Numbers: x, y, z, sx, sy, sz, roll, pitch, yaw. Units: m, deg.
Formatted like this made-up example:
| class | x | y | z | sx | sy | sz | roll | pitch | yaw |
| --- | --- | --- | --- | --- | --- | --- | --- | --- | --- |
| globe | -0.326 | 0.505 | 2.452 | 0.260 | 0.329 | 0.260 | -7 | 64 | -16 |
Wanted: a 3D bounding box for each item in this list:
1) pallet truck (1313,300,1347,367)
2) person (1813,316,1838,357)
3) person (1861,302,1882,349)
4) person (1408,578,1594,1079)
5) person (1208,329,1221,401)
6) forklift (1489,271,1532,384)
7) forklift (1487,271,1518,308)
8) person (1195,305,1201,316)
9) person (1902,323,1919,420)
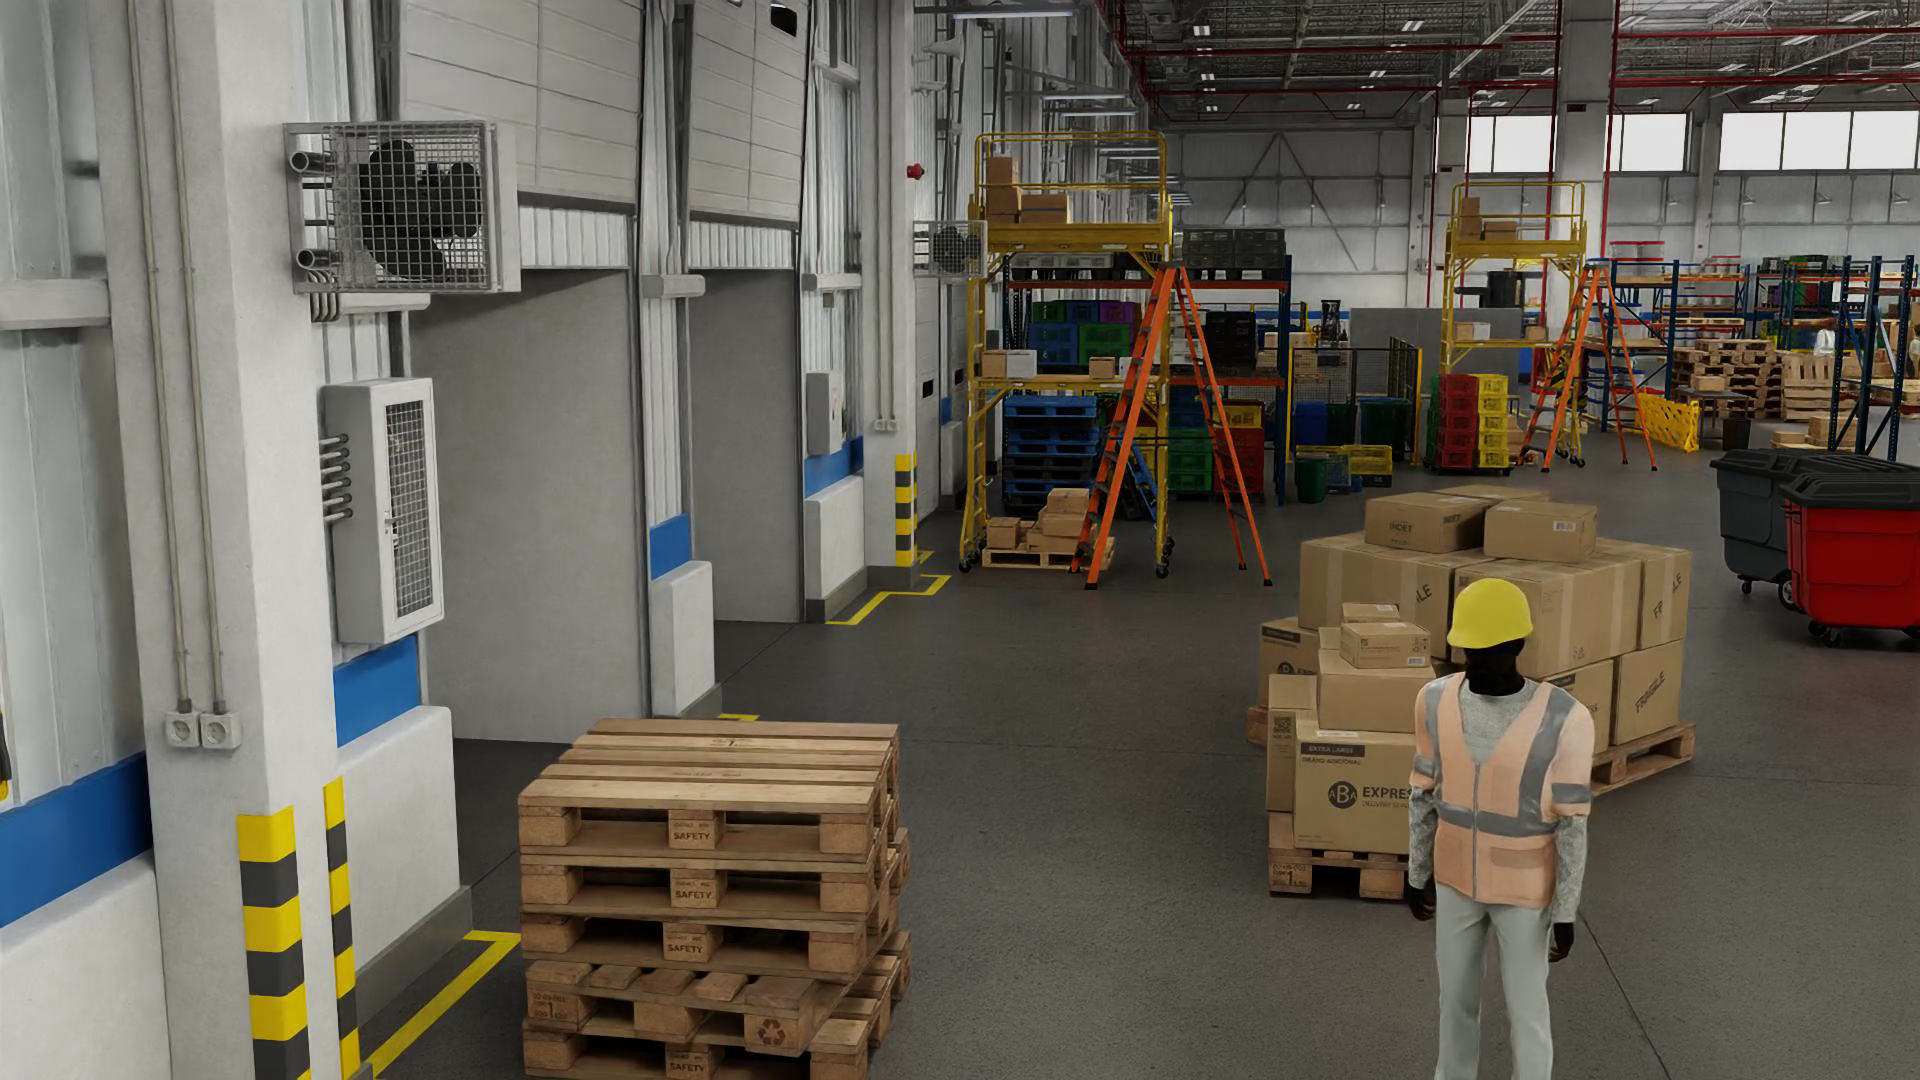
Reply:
| class | x | y | z | sx | sy | sz | roll | pitch | yaw |
| --- | --- | --- | --- | --- | --- | --- | --- | --- | --- |
| pallet truck | 11.159 | -6.200 | 49.718 | 0.823 | 1.965 | 1.885 | 4 | 10 | 26 |
| person | 18.742 | -3.897 | 35.952 | 0.647 | 1.853 | 0.559 | -6 | 11 | -32 |
| person | 29.521 | -6.846 | 53.901 | 0.628 | 1.935 | 0.373 | -2 | 9 | -10 |
| person | 1.651 | 1.060 | 5.198 | 0.586 | 1.918 | 0.398 | 9 | 13 | 42 |
| person | 5.373 | -3.632 | 35.018 | 0.313 | 1.632 | 0.521 | -4 | 10 | -23 |
| forklift | 13.422 | -5.322 | 41.591 | 1.873 | 2.768 | 1.129 | 1 | 9 | 9 |
| forklift | 14.723 | -5.934 | 45.367 | 1.873 | 2.768 | 1.129 | -3 | 10 | -16 |
| person | 6.309 | -5.342 | 44.647 | 0.544 | 1.930 | 0.389 | -5 | 10 | -28 |
| person | 18.318 | -3.233 | 31.892 | 0.327 | 1.843 | 0.516 | 5 | 10 | 26 |
